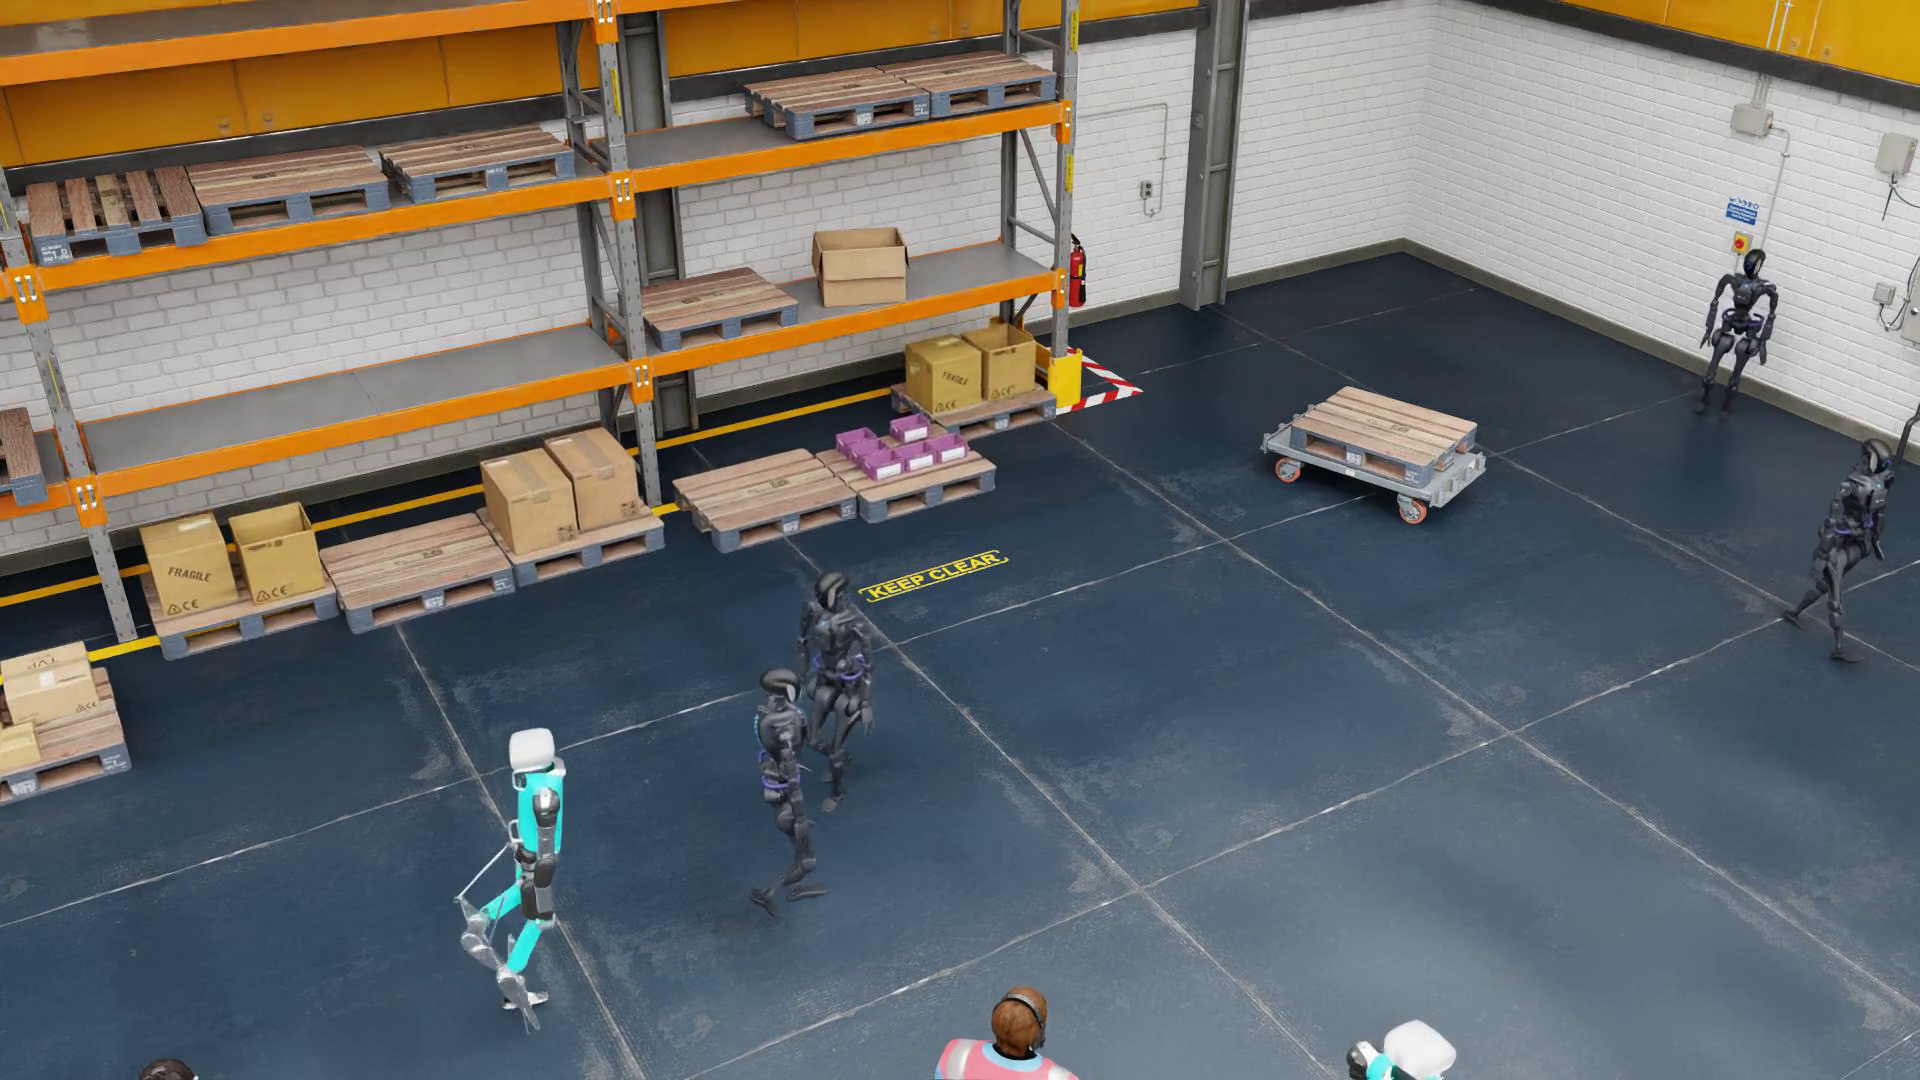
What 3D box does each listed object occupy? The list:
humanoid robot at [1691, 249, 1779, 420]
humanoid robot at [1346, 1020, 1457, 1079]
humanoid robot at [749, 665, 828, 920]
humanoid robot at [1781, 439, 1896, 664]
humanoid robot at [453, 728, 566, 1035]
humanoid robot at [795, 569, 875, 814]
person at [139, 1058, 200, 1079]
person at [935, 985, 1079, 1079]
[{"bbox_3d":[6.917,-1.828,14.790,0.589,1.642,0.422,21,36,32],"label":"humanoid robot"},{"bbox_3d":[1.904,2.607,6.858,0.689,1.792,0.536,-23,36,-34],"label":"humanoid robot"},{"bbox_3d":[-0.975,1.362,9.136,0.456,1.648,0.607,-7,30,-12],"label":"humanoid robot"},{"bbox_3d":[6.186,0.035,11.523,0.614,1.627,0.775,-13,32,-21],"label":"humanoid robot"},{"bbox_3d":[-2.288,1.806,8.393,0.755,1.882,0.542,-10,31,-17],"label":"humanoid robot"},{"bbox_3d":[-0.747,0.887,9.984,0.608,1.646,0.393,20,35,31],"label":"humanoid robot"},{"bbox_3d":[-2.873,2.766,6.453,0.536,1.872,0.414,-10,31,-17],"label":"person"},{"bbox_3d":[0.213,2.566,6.850,0.628,1.836,0.431,11,31,18],"label":"person"}]
